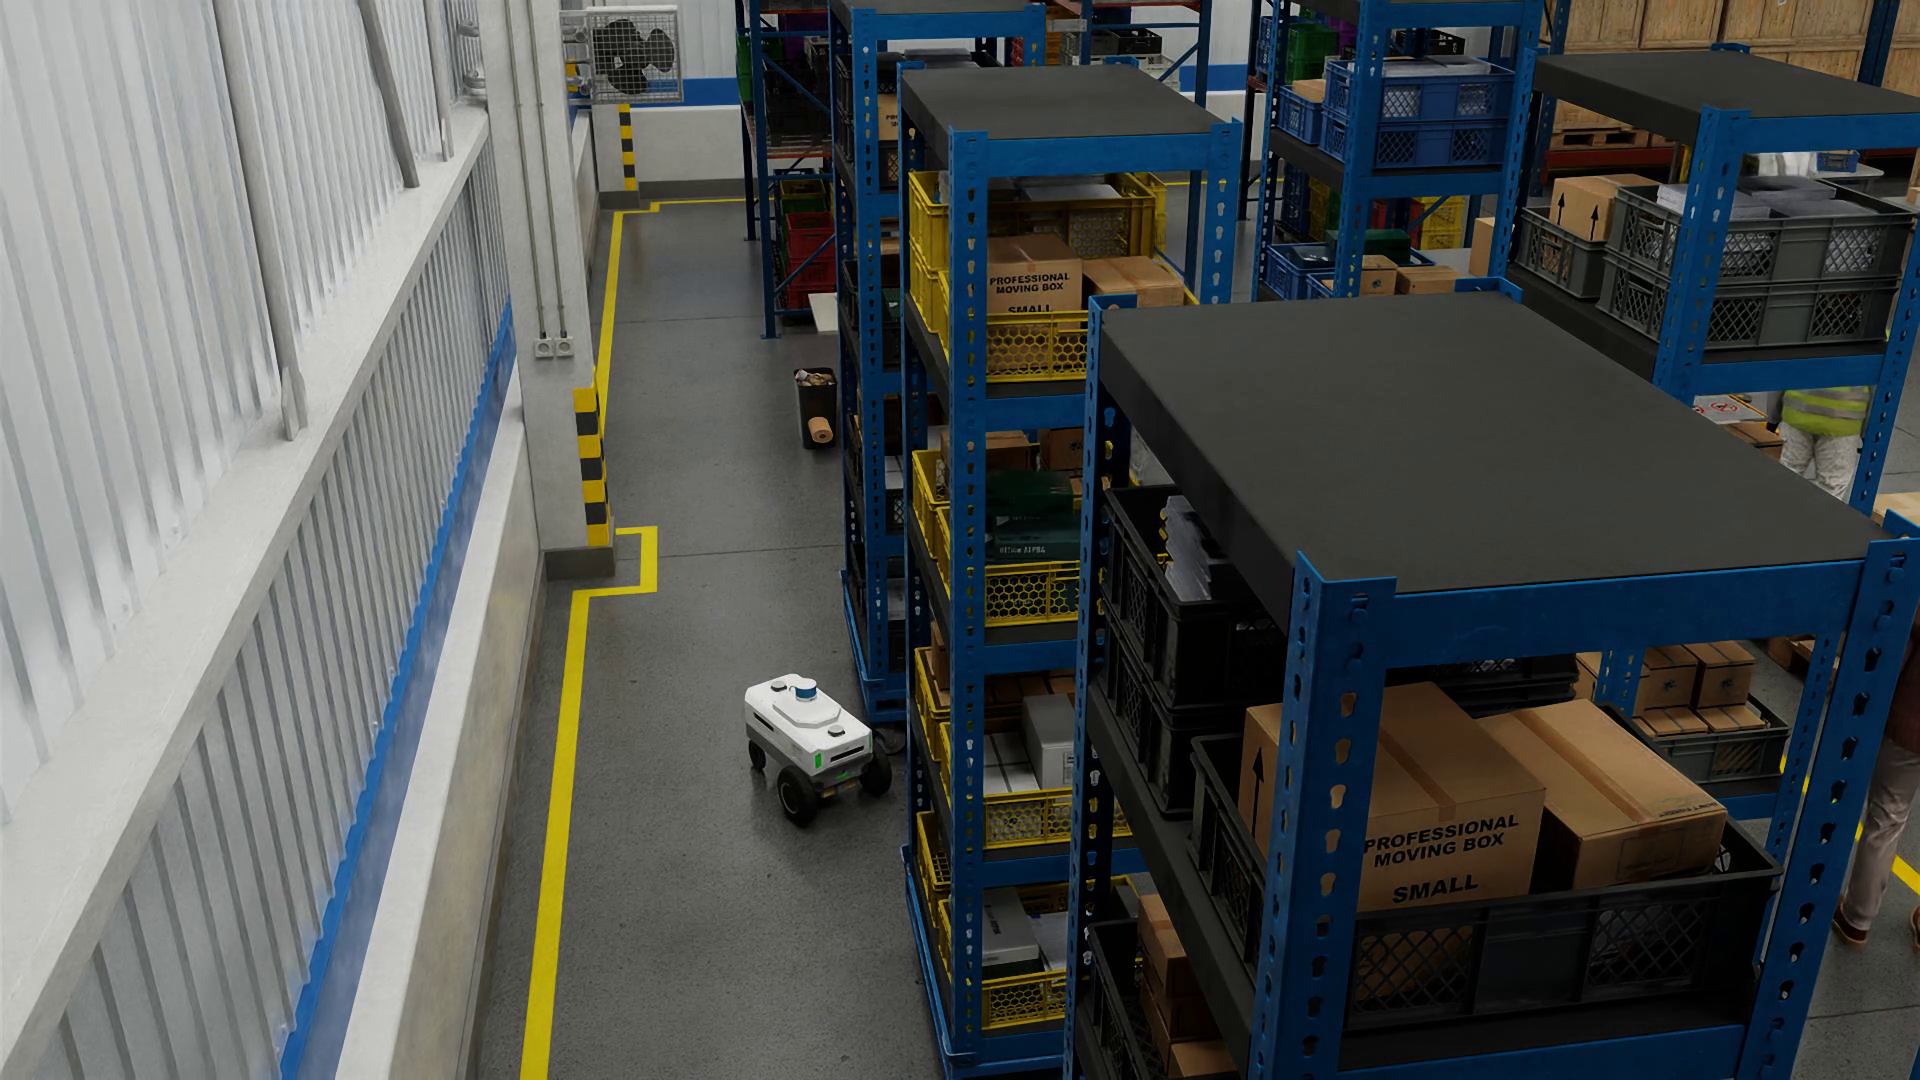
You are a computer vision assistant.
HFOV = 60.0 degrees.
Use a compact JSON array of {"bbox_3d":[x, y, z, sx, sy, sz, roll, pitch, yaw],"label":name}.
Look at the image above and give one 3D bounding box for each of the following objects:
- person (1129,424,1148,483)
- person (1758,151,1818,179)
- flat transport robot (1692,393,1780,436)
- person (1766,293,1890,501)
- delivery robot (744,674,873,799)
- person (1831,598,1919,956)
[{"bbox_3d":[1.080,-1.143,10.803,0.639,1.911,0.475,18,30,34],"label":"person"},{"bbox_3d":[7.310,-2.972,14.837,0.641,1.863,0.579,-8,26,-16],"label":"person"},{"bbox_3d":[5.224,-0.859,12.132,1.431,0.197,0.652,-4,25,-8],"label":"flat transport robot"},{"bbox_3d":[5.140,-0.700,9.937,0.628,1.838,0.429,17,30,33],"label":"person"},{"bbox_3d":[-0.724,0.889,7.888,0.477,0.478,0.707,-17,30,-33],"label":"delivery robot"},{"bbox_3d":[3.868,0.750,6.590,0.616,1.990,0.393,7,26,15],"label":"person"}]
